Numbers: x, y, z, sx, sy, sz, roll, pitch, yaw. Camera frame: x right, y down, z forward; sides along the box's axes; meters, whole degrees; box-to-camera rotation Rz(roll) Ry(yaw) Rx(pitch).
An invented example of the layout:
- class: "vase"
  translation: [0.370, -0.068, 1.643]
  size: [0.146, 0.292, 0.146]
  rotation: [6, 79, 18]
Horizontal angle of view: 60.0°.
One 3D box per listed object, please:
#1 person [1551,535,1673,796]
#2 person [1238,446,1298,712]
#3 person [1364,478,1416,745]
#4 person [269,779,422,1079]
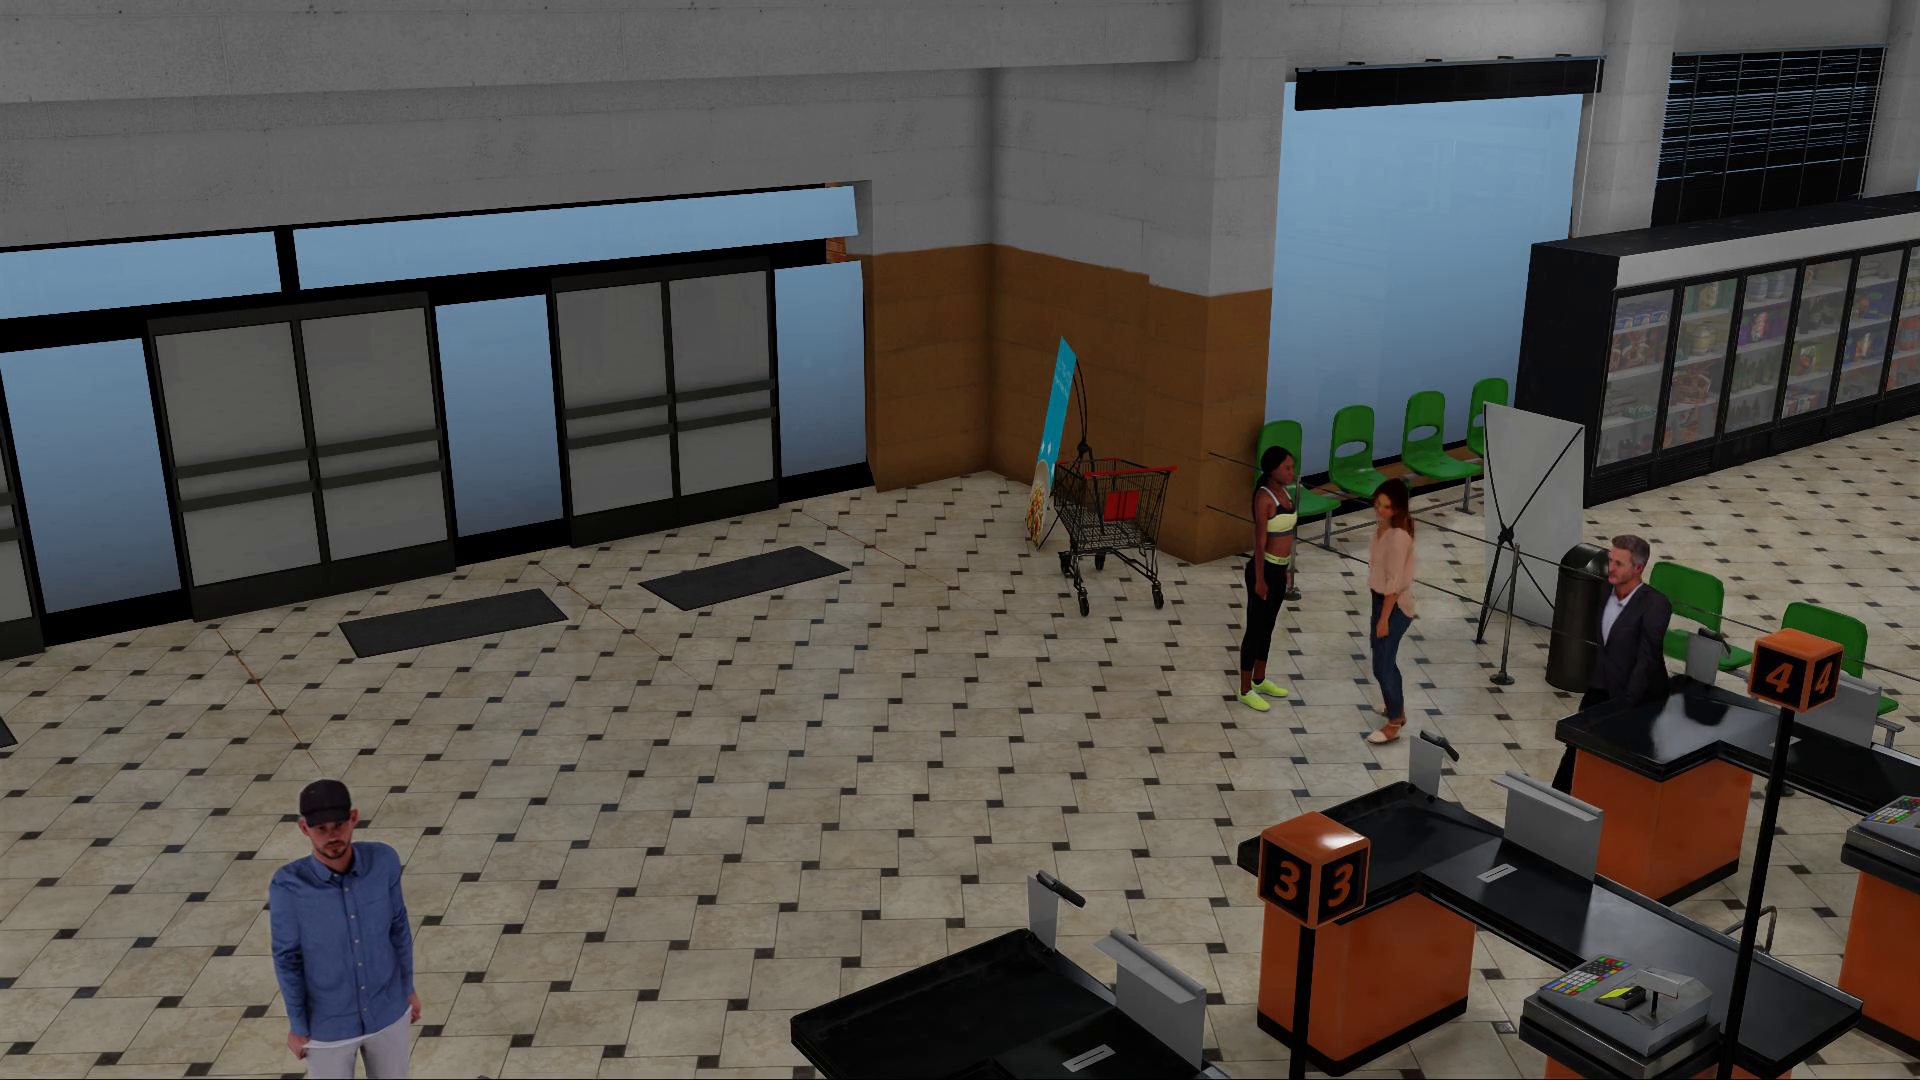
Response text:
- class: "person"
  translation: [3.694, 0.827, 9.078]
  size: [0.936, 1.795, 1.117]
  rotation: [-7, 20, -19]
- class: "person"
  translation: [2.009, 0.230, 10.914]
  size: [0.607, 1.754, 0.622]
  rotation: [13, 23, 34]
- class: "person"
  translation: [2.708, 0.436, 10.316]
  size: [0.922, 1.747, 0.832]
  rotation: [6, 19, 16]
- class: "person"
  translation: [-2.256, 1.750, 6.196]
  size: [0.648, 1.888, 0.538]
  rotation: [-13, 23, -34]
